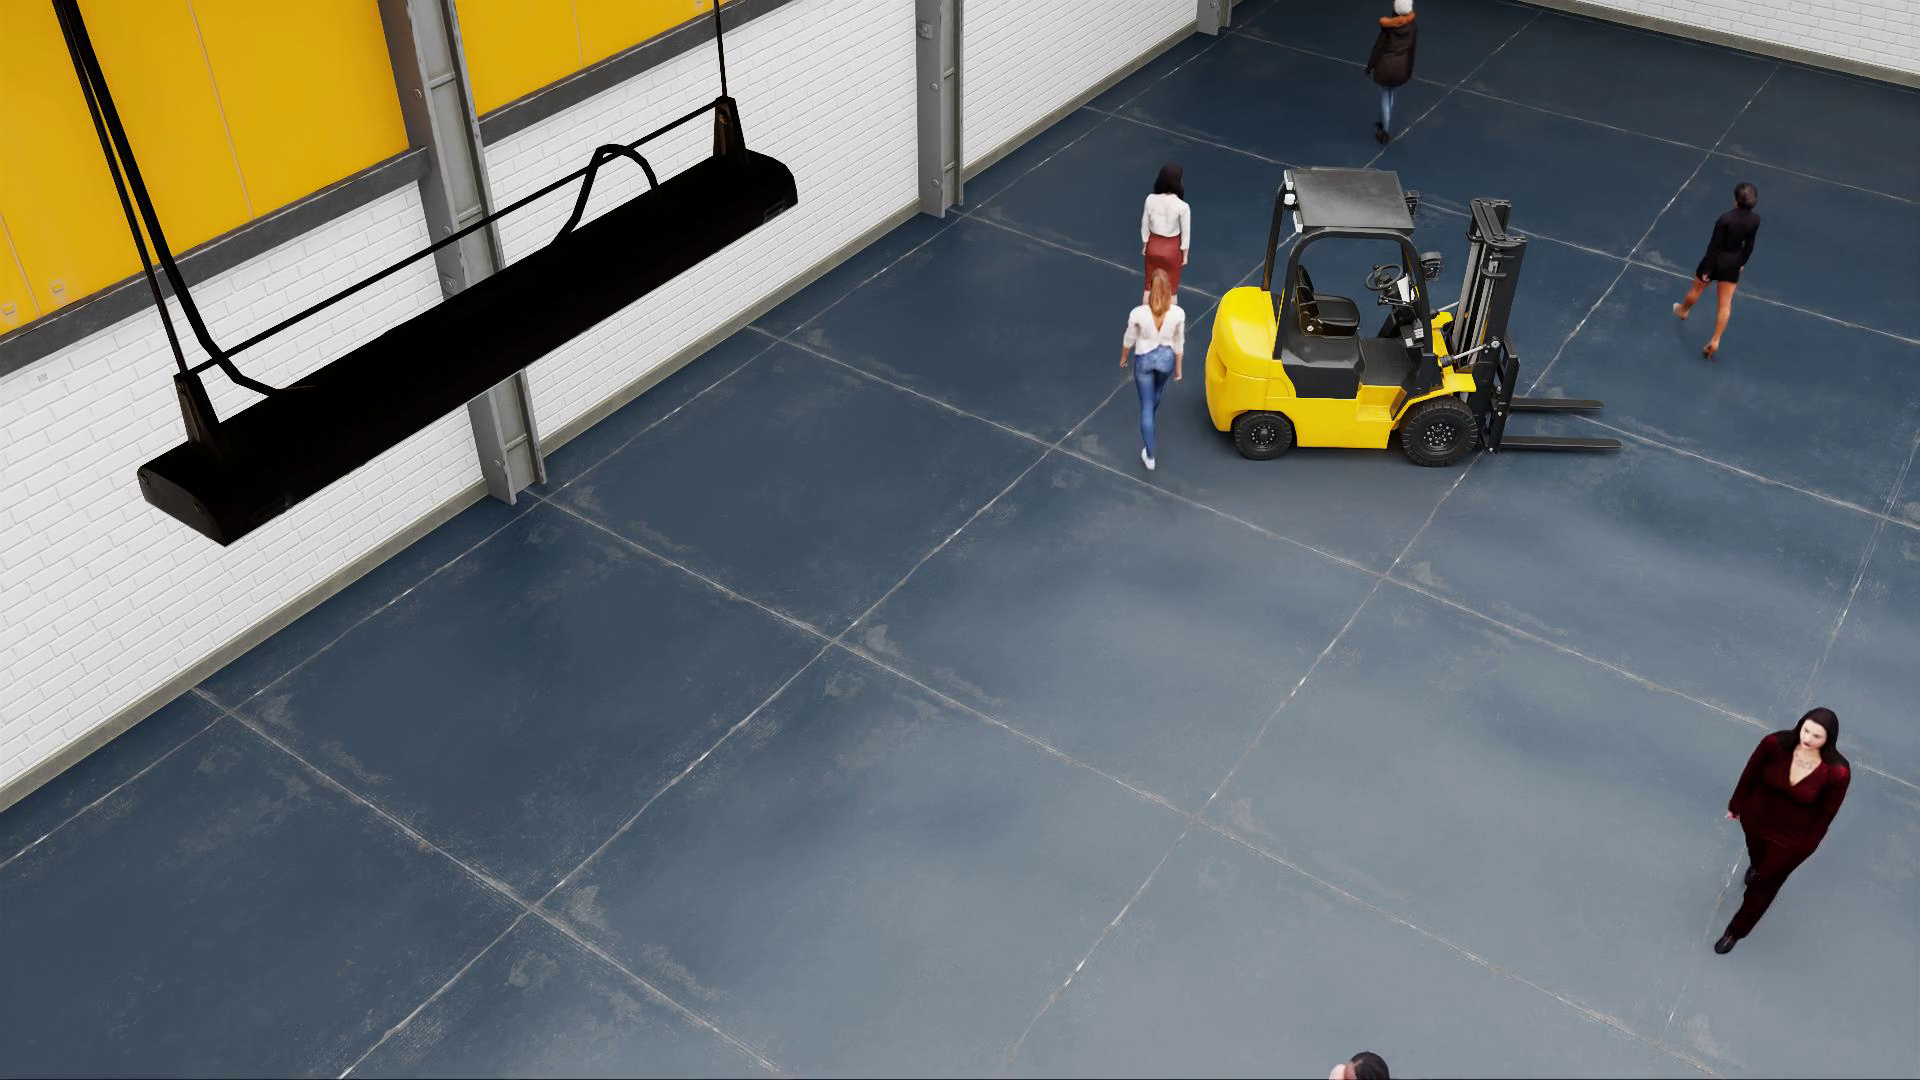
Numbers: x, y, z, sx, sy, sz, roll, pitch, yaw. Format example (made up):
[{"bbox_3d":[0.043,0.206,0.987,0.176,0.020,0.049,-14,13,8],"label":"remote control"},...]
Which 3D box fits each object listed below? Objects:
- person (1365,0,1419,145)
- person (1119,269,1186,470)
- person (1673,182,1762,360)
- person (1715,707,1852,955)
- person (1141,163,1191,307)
[{"bbox_3d":[4.765,-5.129,18.235,0.790,1.620,0.846,-11,40,-14],"label":"person"},{"bbox_3d":[1.577,-1.349,13.458,1.057,1.675,1.178,-2,39,-3],"label":"person"},{"bbox_3d":[6.799,-2.353,14.774,0.972,1.602,1.107,-1,39,-1],"label":"person"},{"bbox_3d":[4.837,1.590,9.755,1.187,1.703,0.817,-31,48,-32],"label":"person"},{"bbox_3d":[1.830,-2.554,14.905,0.627,1.753,0.560,17,42,20],"label":"person"}]
